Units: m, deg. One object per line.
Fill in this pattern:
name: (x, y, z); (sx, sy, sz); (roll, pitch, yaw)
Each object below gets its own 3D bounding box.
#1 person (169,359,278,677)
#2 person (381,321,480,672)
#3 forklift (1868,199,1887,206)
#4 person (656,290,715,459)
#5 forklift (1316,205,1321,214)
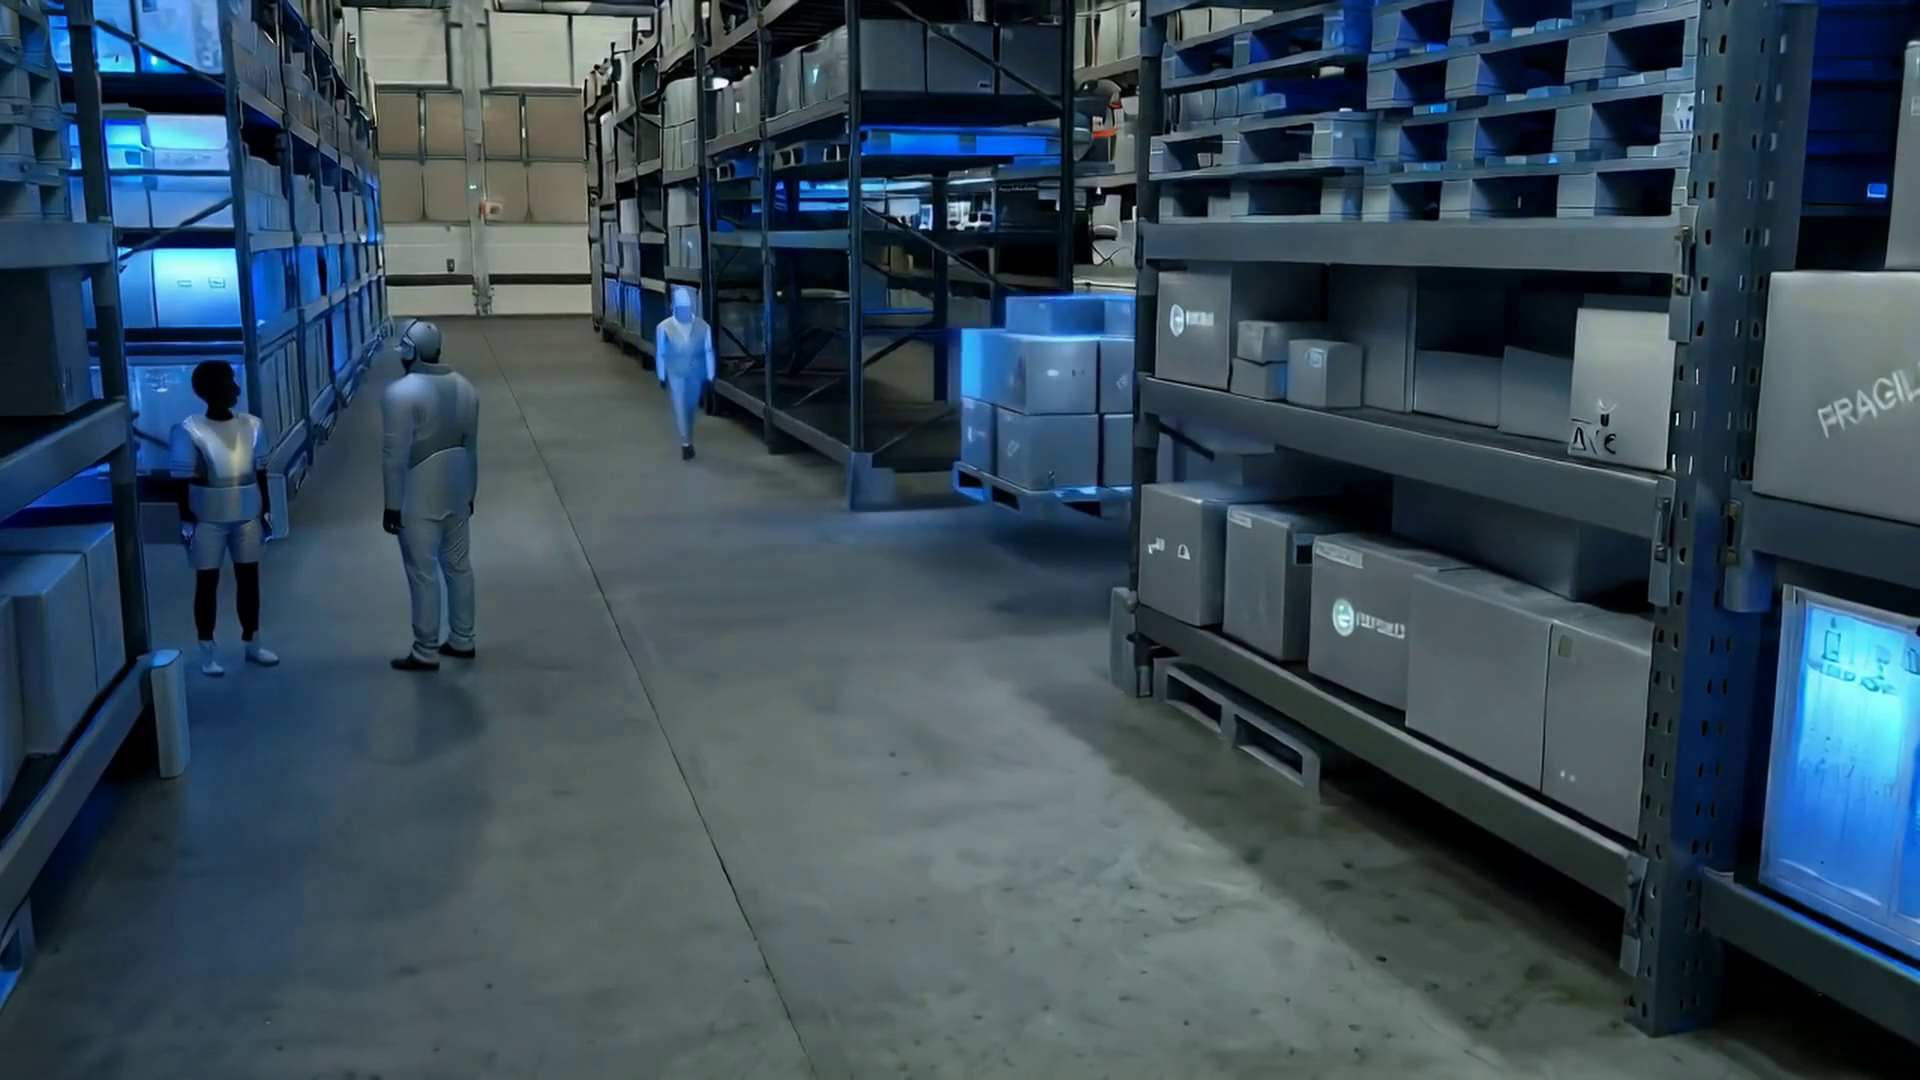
person: (-3.965, -0.124, 8.983); (0.315, 1.700, 0.541); (9, 13, 40)
person: (-2.906, -0.241, 9.092); (0.400, 1.901, 0.643); (5, 11, 25)
forklift: (11.338, -2.915, 21.052); (1.129, 2.768, 1.873); (-3, 11, -17)
person: (-2.926, -1.776, 17.821); (0.612, 1.783, 0.919); (-4, 11, -20)
forklift: (3.110, -1.446, 12.998); (1.873, 2.768, 1.129); (-3, 11, -18)
